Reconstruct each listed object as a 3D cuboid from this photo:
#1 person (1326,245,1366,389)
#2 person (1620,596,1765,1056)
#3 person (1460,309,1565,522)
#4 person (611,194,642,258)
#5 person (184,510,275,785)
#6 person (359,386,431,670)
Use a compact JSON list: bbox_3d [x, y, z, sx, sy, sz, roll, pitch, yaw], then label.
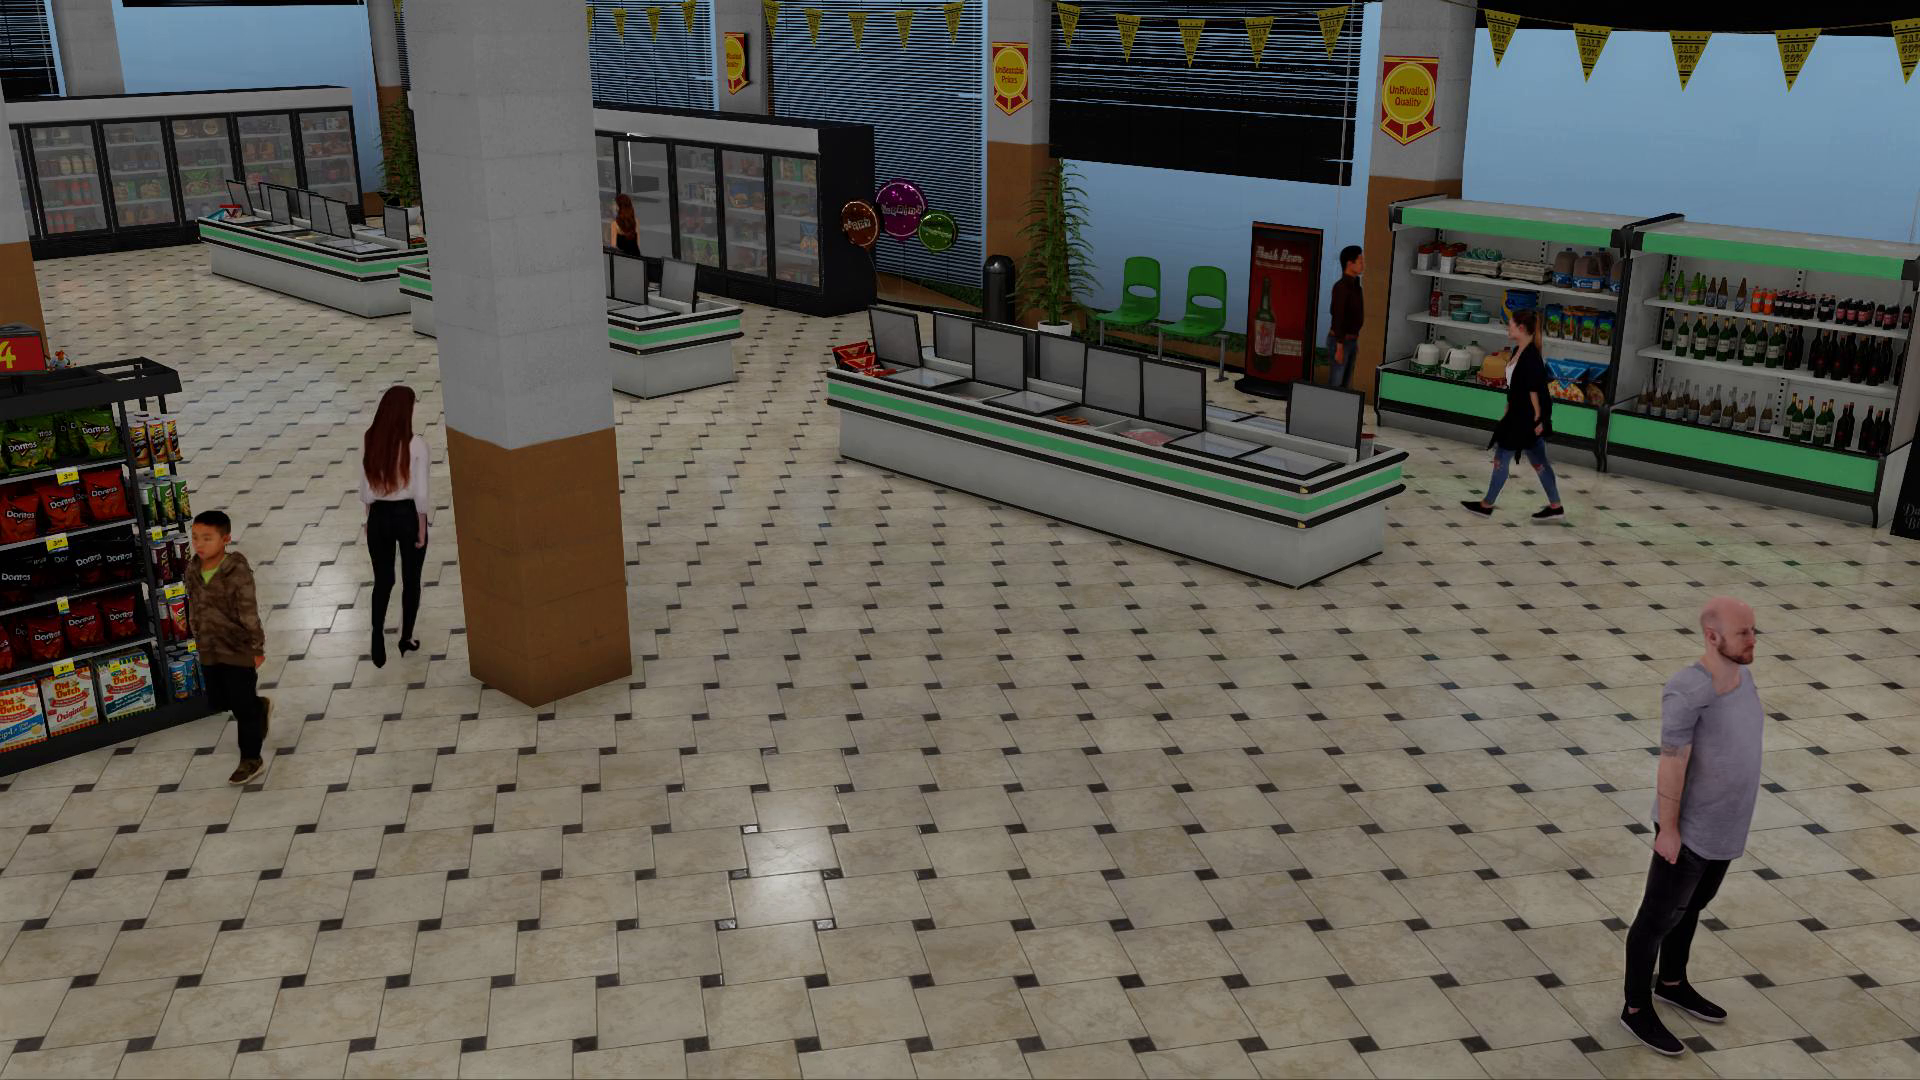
[{"bbox_3d":[3.438,-1.767,14.997,0.626,1.781,0.701,11,21,29],"label":"person"},{"bbox_3d":[2.873,1.078,6.469,0.688,1.837,0.594,-15,24,-38],"label":"person"},{"bbox_3d":[4.413,-0.905,12.662,1.117,1.639,0.964,2,19,6],"label":"person"},{"bbox_3d":[-3.903,-3.285,19.767,0.626,1.609,0.940,-15,24,-38],"label":"person"},{"bbox_3d":[-3.794,0.527,8.726,0.863,1.441,0.880,4,19,11],"label":"person"},{"bbox_3d":[-3.373,-0.021,9.903,0.994,1.727,1.058,-1,19,-3],"label":"person"}]
